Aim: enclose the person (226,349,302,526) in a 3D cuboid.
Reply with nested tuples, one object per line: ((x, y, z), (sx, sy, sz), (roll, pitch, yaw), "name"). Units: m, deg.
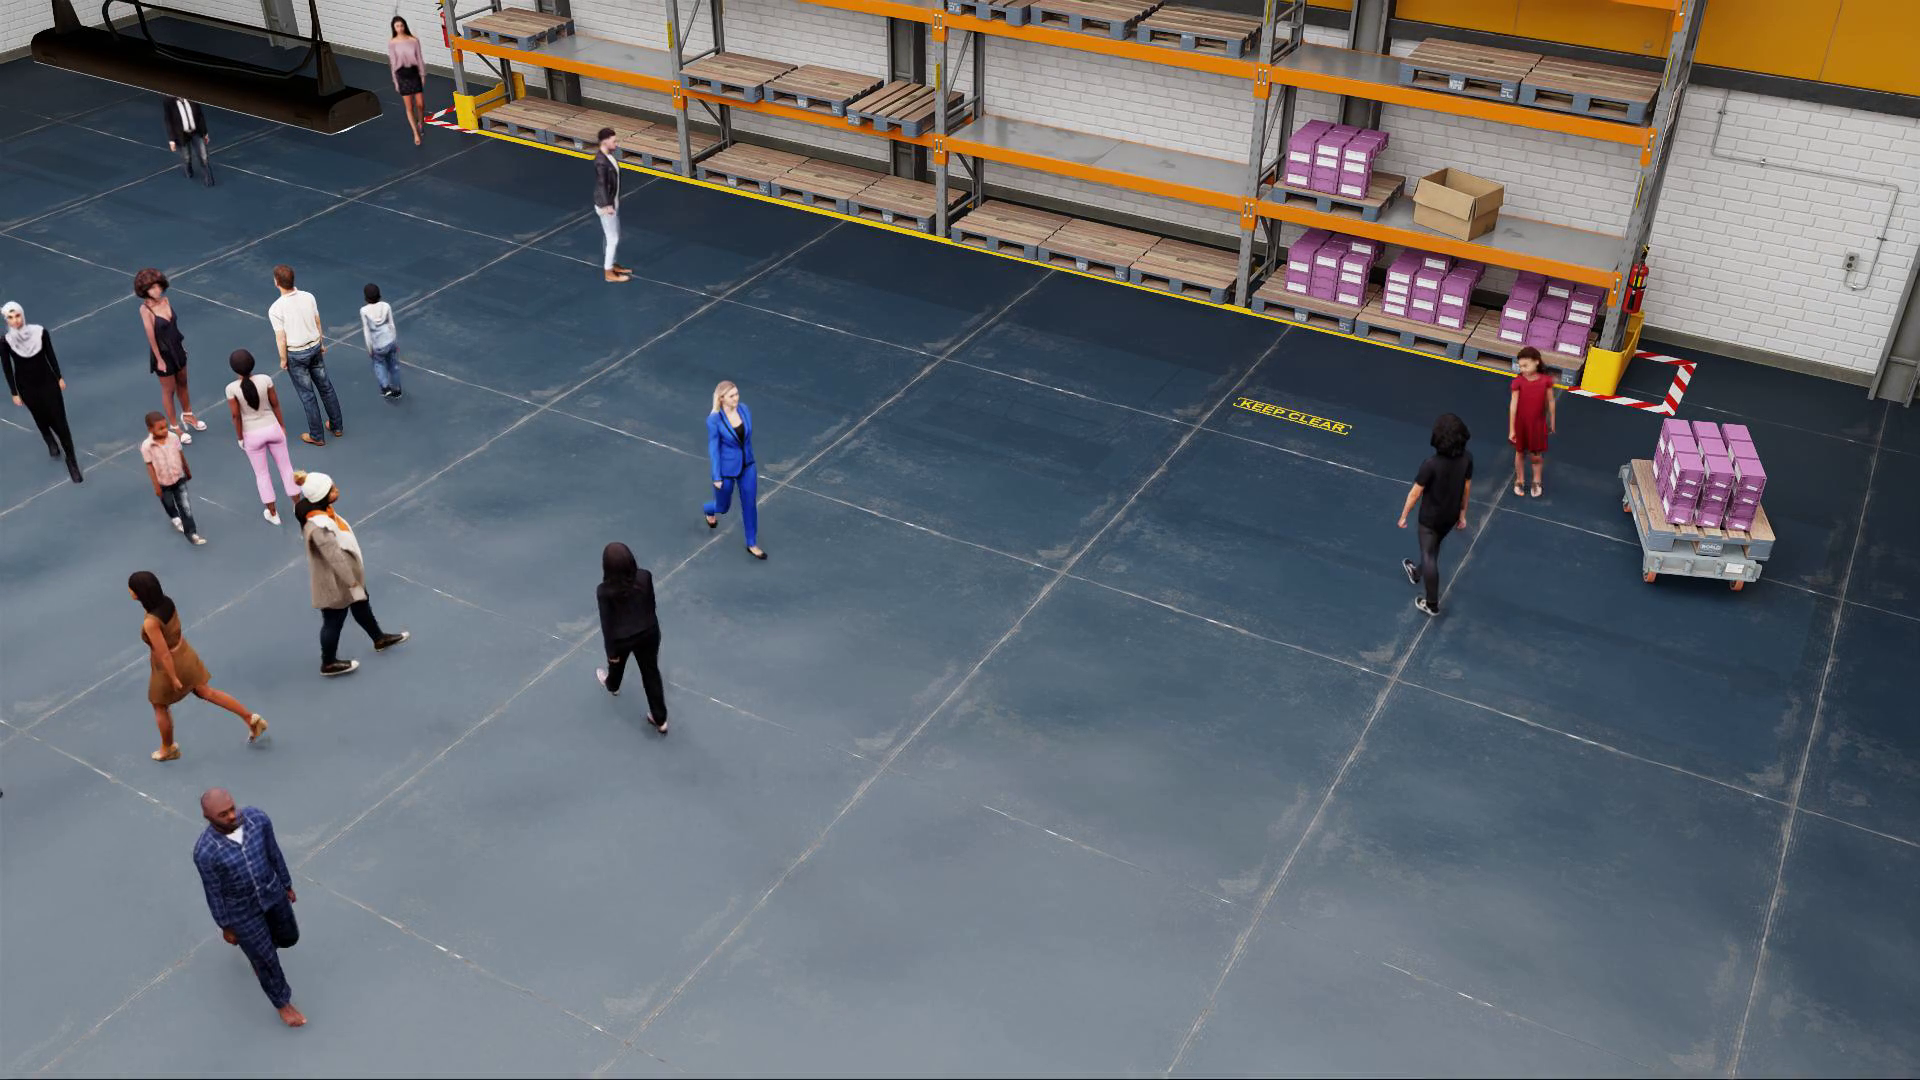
((-6.263, -0.939, 14.938), (0.651, 1.740, 0.650), (-20, 39, -27), "person")

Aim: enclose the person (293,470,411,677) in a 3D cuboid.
((-5.004, 0.283, 12.988), (1.066, 1.861, 1.057), (-15, 36, -21), "person")

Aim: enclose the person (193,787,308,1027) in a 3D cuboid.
((-4.377, 2.178, 10.194), (0.963, 1.800, 0.710), (21, 39, 29), "person")

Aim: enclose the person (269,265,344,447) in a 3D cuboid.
((-6.353, -1.800, 16.128), (0.588, 1.856, 0.672), (21, 39, 28), "person")

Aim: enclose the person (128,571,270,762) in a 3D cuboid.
((-5.655, 0.935, 12.196), (1.138, 1.653, 0.995), (-4, 34, -5), "person")

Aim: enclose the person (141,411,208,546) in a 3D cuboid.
((-7.086, -0.590, 14.834), (0.718, 1.273, 0.951), (-25, 41, -32), "person")

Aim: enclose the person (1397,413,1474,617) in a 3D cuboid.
((3.979, -0.175, 13.719), (1.008, 1.816, 1.084), (-10, 35, -14), "person")

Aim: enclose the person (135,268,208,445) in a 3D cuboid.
((-7.712, -1.805, 16.198), (0.645, 1.787, 0.632), (7, 34, 10), "person")

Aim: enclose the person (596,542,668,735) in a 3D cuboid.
((-2.426, 0.771, 12.524), (0.920, 1.564, 1.187), (-24, 41, -32), "person")

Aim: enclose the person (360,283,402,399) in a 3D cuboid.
((-5.886, -2.005, 16.986), (0.570, 1.247, 0.615), (-19, 38, -26), "person")

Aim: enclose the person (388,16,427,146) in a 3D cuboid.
((-7.661, -6.381, 23.069), (0.774, 1.802, 0.825), (-13, 36, -19), "person")

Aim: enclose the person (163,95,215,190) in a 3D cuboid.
((-10.269, -5.345, 22.029), (1.090, 1.753, 1.189), (-18, 38, -26), "person")

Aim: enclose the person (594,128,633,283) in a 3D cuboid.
((-4.093, -3.877, 19.281), (0.765, 1.825, 0.752), (-2, 34, -3), "person")

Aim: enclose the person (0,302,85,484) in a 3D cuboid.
((-8.719, -1.443, 15.705), (0.968, 1.730, 1.260), (-21, 39, -28), "person")

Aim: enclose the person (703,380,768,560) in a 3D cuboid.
((-2.032, -0.634, 14.530), (0.813, 1.682, 1.074), (-28, 43, -35), "person")

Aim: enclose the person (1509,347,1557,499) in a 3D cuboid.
((5.275, -1.090, 15.363), (0.665, 1.520, 0.770), (0, 34, 0), "person")
